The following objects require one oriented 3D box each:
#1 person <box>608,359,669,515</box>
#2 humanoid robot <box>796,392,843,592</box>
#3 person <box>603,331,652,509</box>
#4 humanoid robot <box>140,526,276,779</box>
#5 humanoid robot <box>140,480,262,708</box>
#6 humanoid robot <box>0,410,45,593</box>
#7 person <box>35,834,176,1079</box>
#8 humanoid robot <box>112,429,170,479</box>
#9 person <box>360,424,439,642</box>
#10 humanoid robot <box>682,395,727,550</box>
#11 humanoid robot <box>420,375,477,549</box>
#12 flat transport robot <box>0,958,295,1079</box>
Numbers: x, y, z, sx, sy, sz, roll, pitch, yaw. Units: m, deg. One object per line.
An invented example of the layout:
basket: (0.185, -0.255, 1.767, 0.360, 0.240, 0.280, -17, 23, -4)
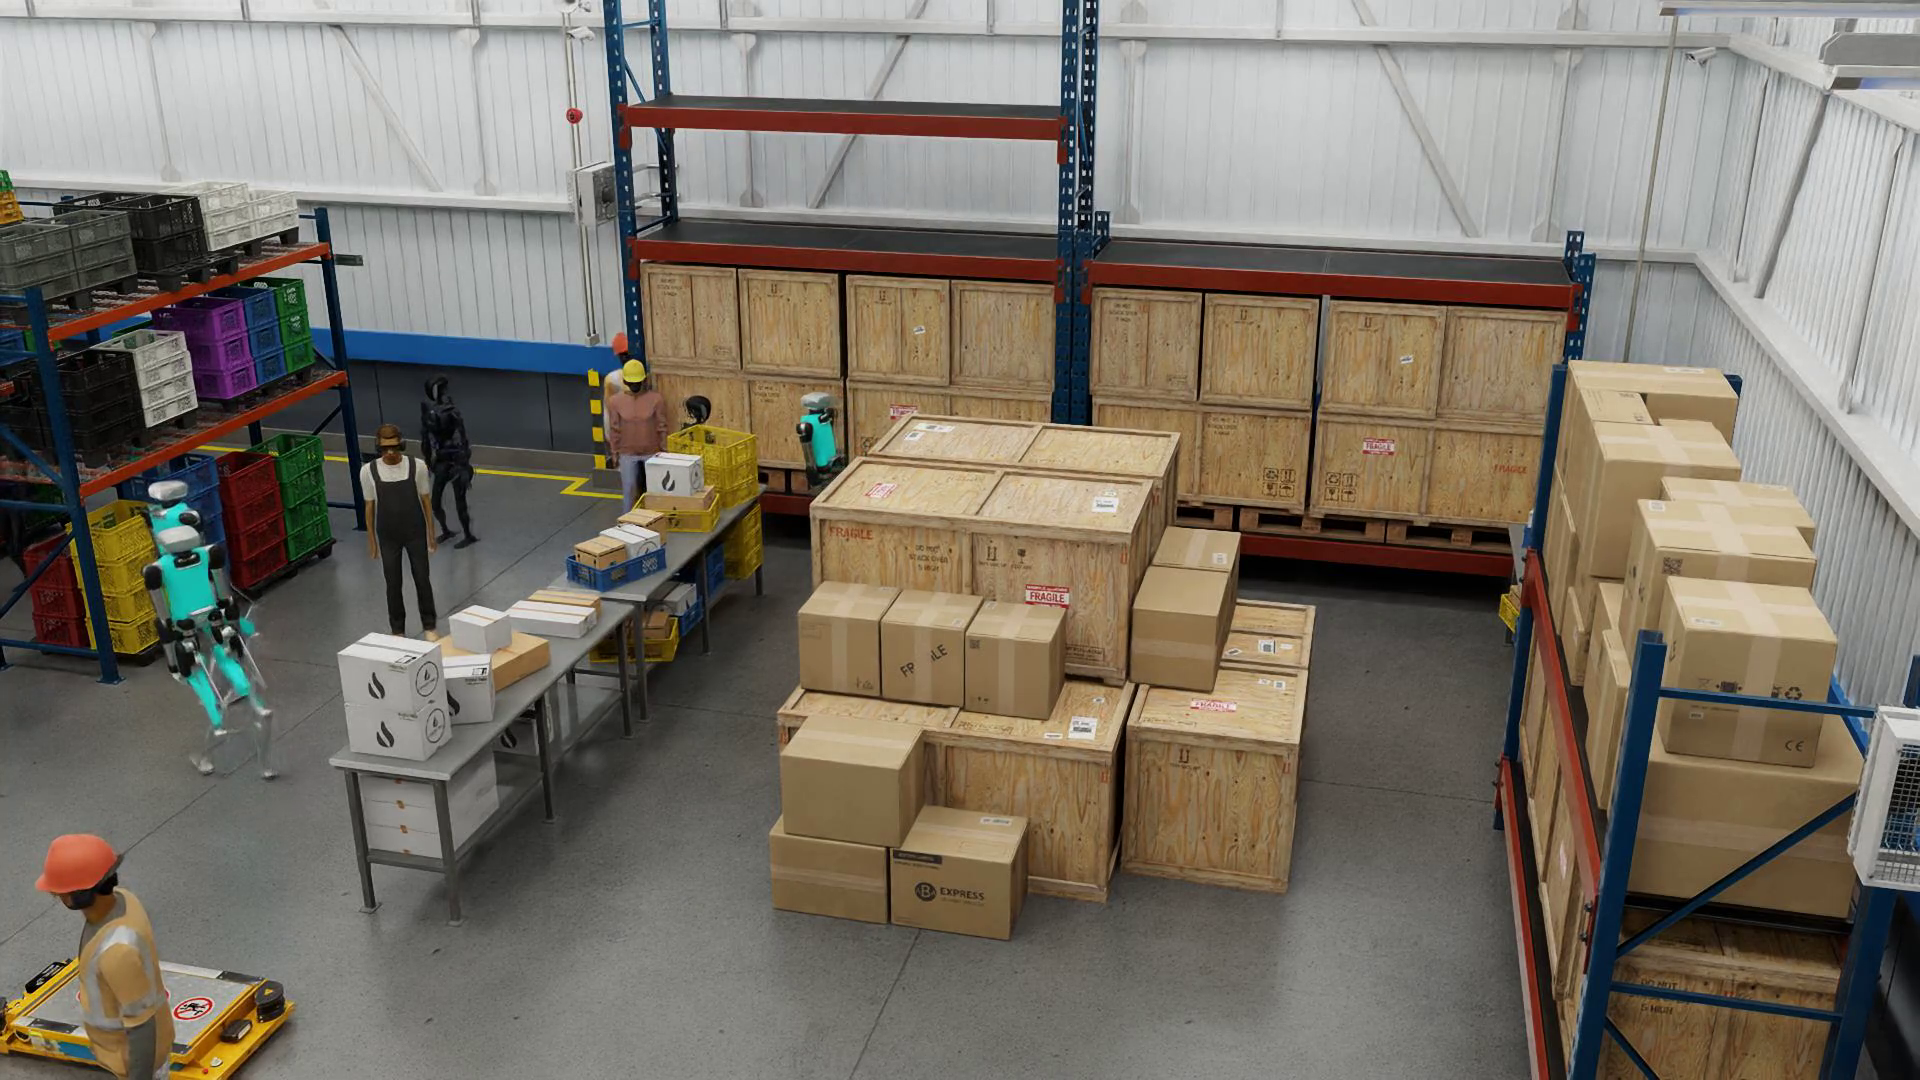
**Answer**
person: (-2.881, -0.777, 14.992, 0.526, 1.759, 0.337, -3, 21, -7)
humanoid robot: (-0.927, -0.330, 13.906, 0.813, 1.793, 0.540, 7, 22, 19)
person: (-2.961, -0.963, 15.300, 0.539, 1.894, 0.833, -11, 23, -26)
humanoid robot: (-4.857, 0.806, 10.890, 0.828, 1.782, 0.564, 17, 27, 38)
humanoid robot: (-5.390, 0.372, 12.017, 0.554, 1.796, 0.671, 10, 23, 25)
humanoid robot: (-8.000, -0.346, 13.967, 0.595, 1.648, 0.357, 7, 22, 18)
person: (-3.507, 2.131, 6.993, 0.385, 2.039, 0.612, -11, 24, -28)
humanoid robot: (-7.369, -0.814, 15.157, 0.540, 1.804, 0.782, 6, 22, 16)
person: (-4.338, -0.029, 12.932, 0.505, 1.838, 0.339, -7, 22, -18)
humanoid robot: (-2.157, -0.437, 14.216, 0.405, 1.640, 0.609, -1, 21, -3)
humanoid robot: (-4.577, -0.702, 14.919, 0.589, 1.646, 0.381, 12, 24, 28)
flat transport robot: (-4.270, 2.464, 8.601, 1.431, 0.231, 0.659, 5, 22, 13)
